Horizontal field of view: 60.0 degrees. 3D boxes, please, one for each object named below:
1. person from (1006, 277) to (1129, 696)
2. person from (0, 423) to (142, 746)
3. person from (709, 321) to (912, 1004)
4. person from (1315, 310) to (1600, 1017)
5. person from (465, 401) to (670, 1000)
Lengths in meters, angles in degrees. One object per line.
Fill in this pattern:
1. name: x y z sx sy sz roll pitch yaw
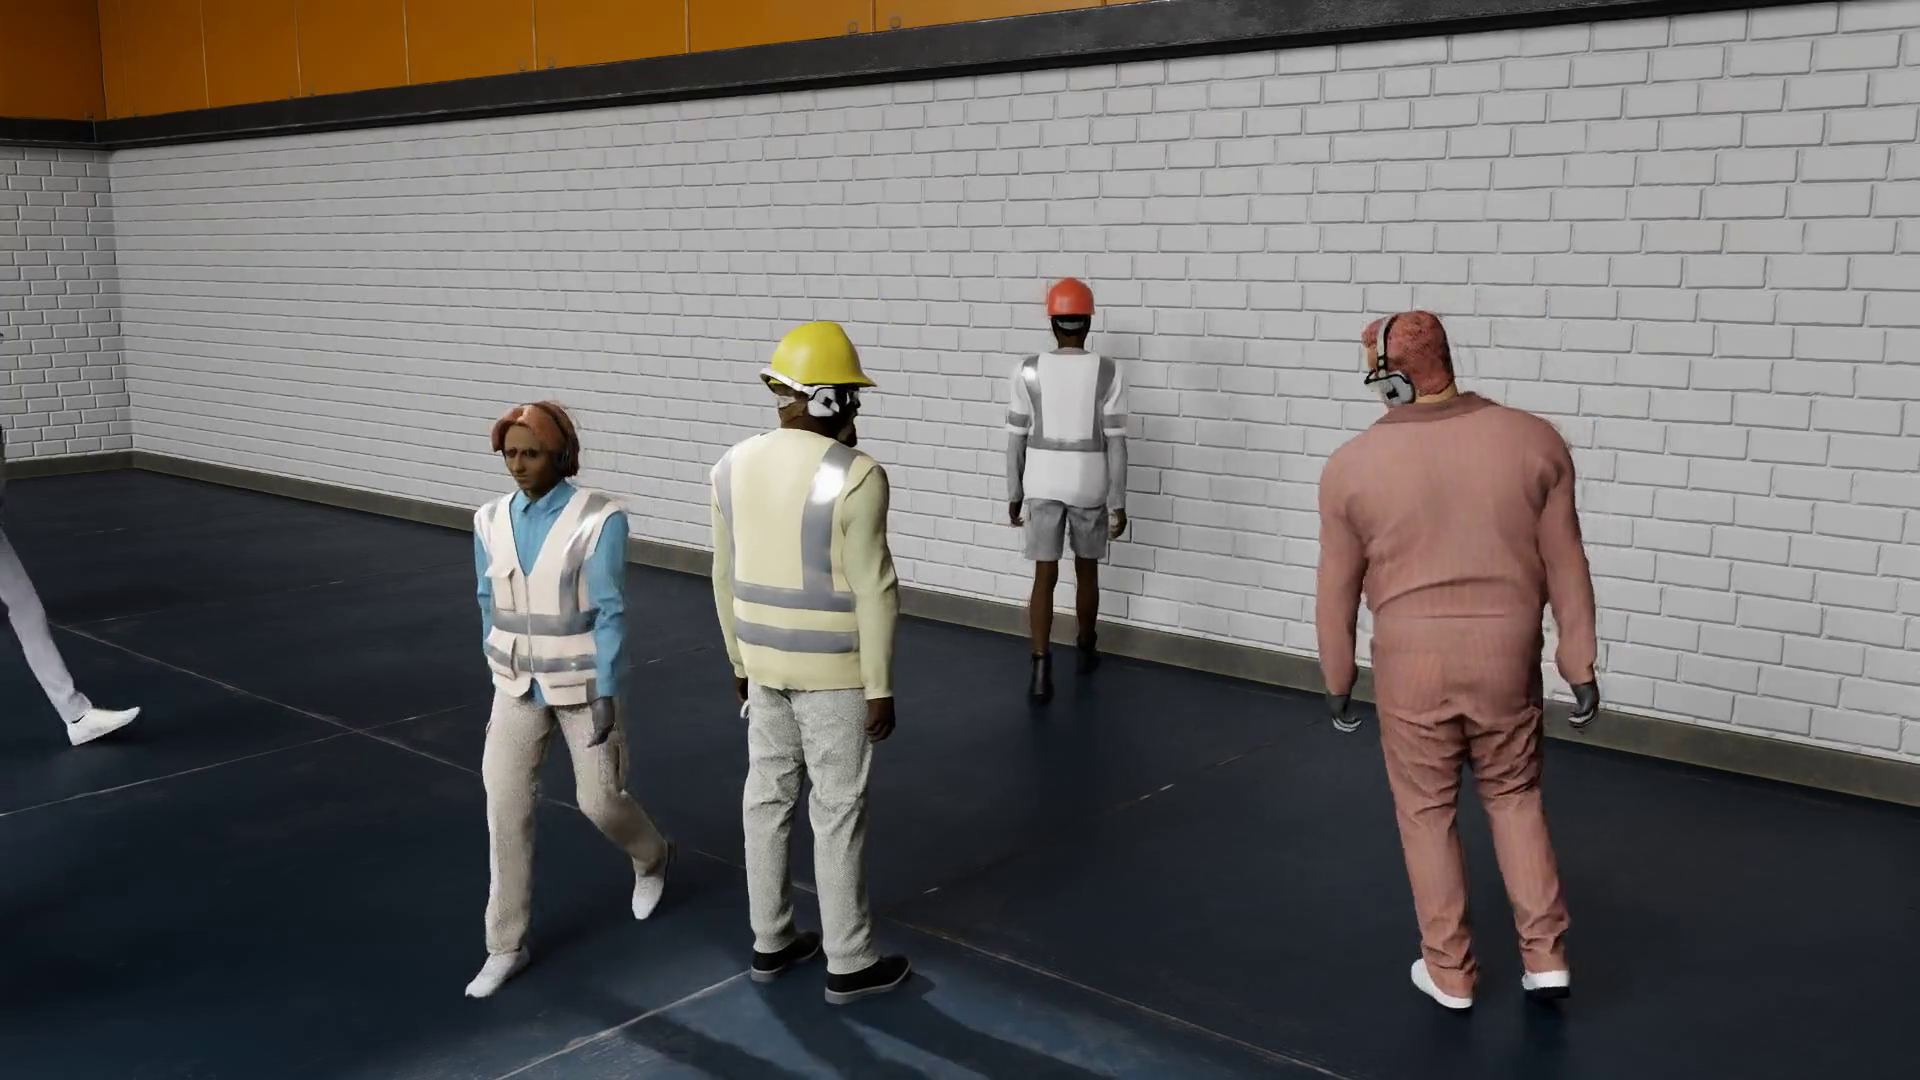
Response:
1. person: 0.490 -0.251 7.640 0.558 1.899 0.901 1 10 8
2. person: -3.806 -0.028 6.548 0.944 1.823 0.550 0 10 -1
3. person: -0.395 0.330 4.505 0.592 1.828 0.404 7 12 36
4. person: 1.291 0.332 4.404 0.726 1.862 0.405 1 10 7
5. person: -1.109 0.406 4.691 0.512 1.612 0.721 3 10 18
